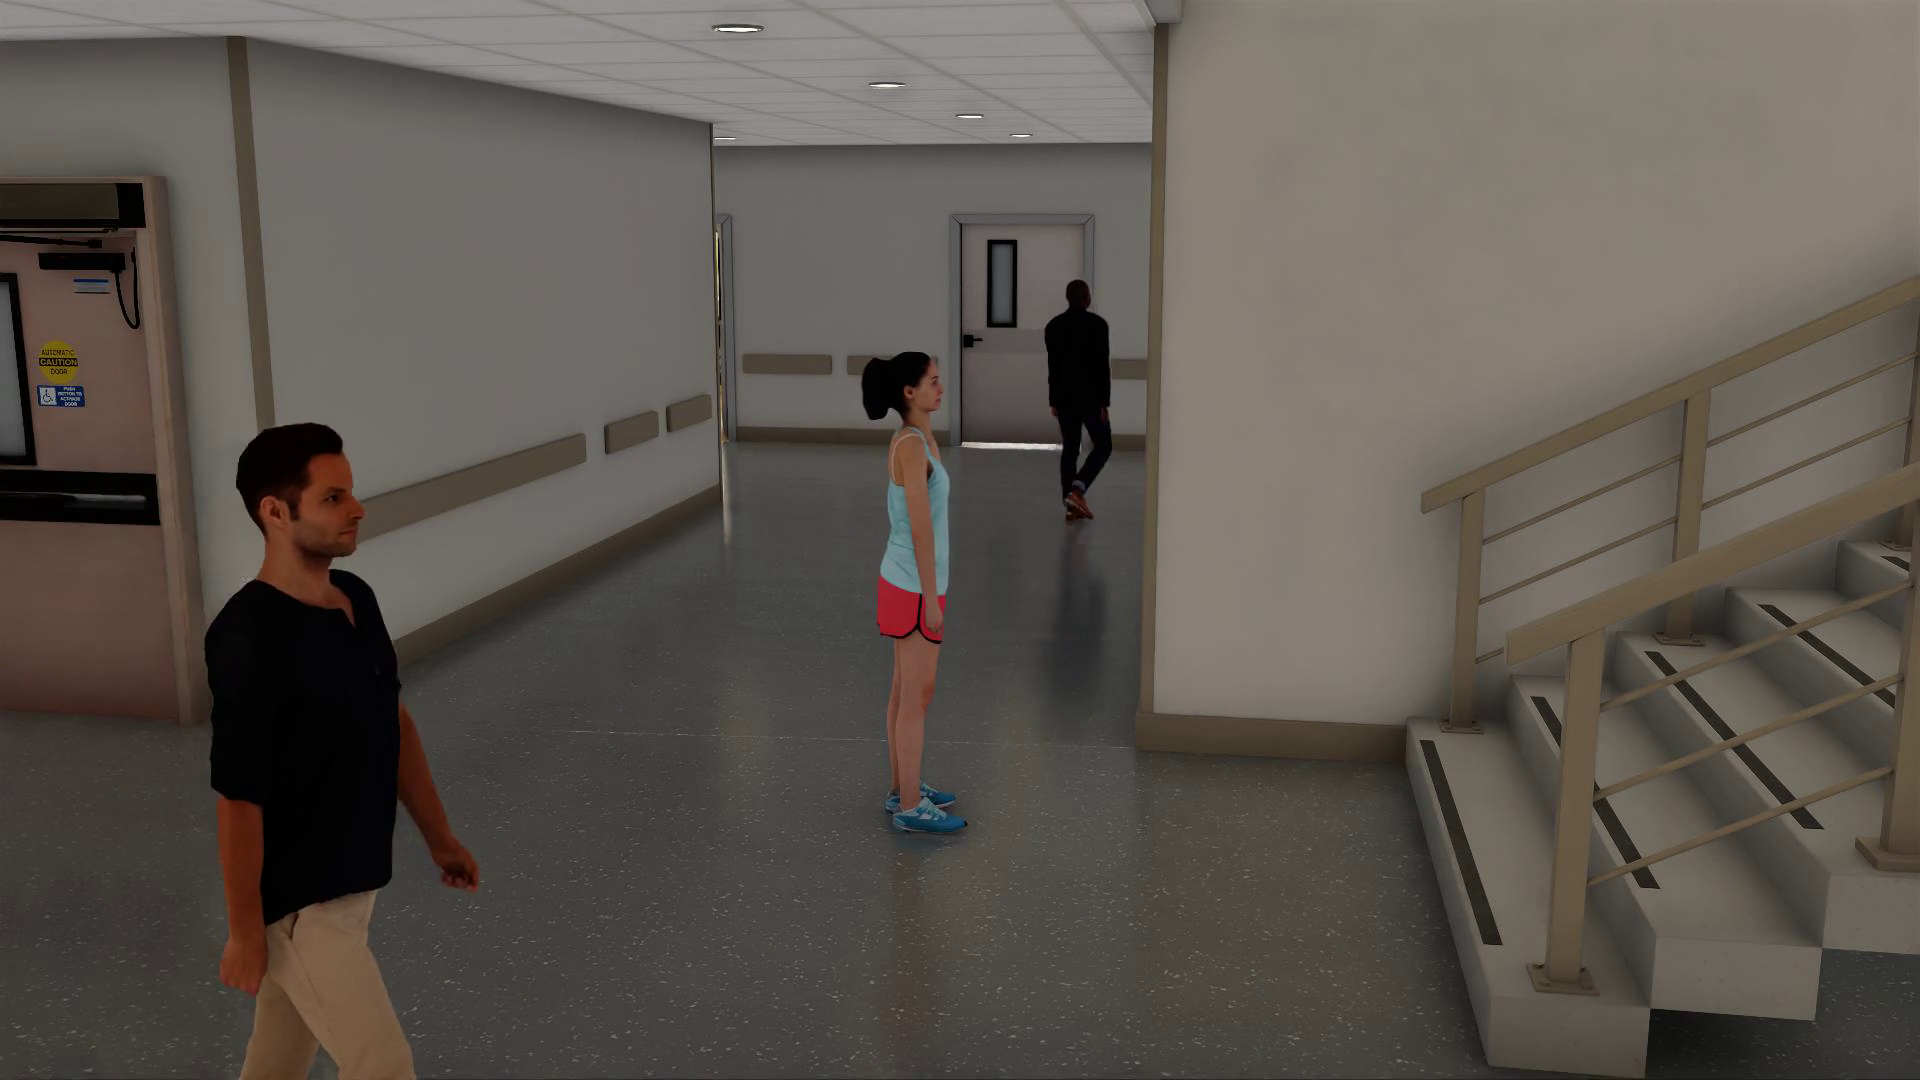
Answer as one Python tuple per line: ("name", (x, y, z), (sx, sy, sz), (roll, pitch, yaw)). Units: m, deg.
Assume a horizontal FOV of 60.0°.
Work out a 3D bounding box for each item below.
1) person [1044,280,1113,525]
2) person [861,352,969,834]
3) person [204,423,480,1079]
("person", (0.846, -1.004, 12.289), (0.797, 1.809, 0.894), (7, 13, 34))
("person", (-0.159, 0.186, 6.135), (0.672, 1.765, 0.655), (-1, 11, -6))
("person", (-1.353, 0.702, 3.276), (1.104, 1.818, 0.759), (0, 11, 0))
